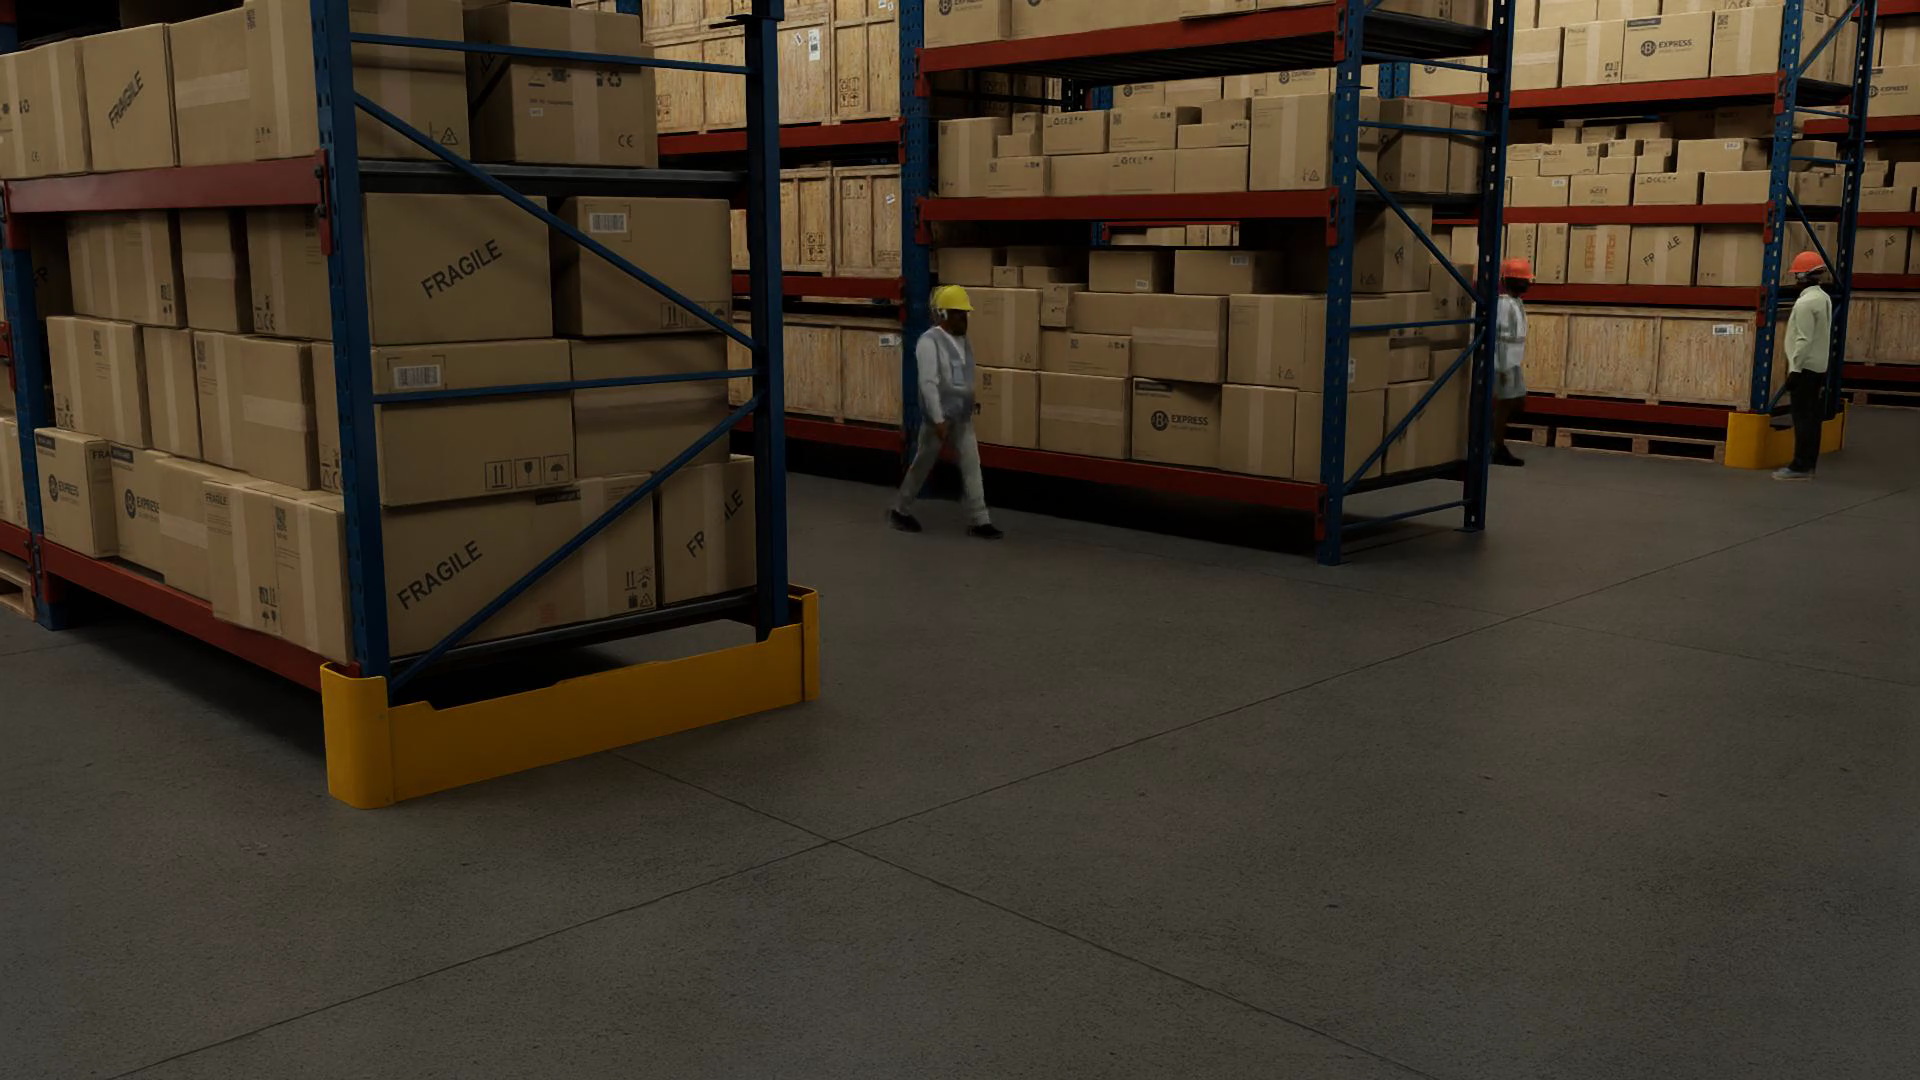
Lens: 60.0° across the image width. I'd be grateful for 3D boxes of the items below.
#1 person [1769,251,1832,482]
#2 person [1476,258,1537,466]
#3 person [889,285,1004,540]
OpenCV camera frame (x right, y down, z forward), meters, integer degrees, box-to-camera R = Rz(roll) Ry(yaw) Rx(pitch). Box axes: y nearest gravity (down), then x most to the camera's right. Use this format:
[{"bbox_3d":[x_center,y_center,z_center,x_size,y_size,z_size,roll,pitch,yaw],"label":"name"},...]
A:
[{"bbox_3d":[7.317,-1.495,14.429,0.392,1.991,0.612,10,14,42],"label":"person"},{"bbox_3d":[5.061,-1.646,15.441,0.505,1.926,0.547,8,13,36],"label":"person"},{"bbox_3d":[-0.129,-0.904,11.780,0.928,1.794,0.585,8,13,39],"label":"person"}]
